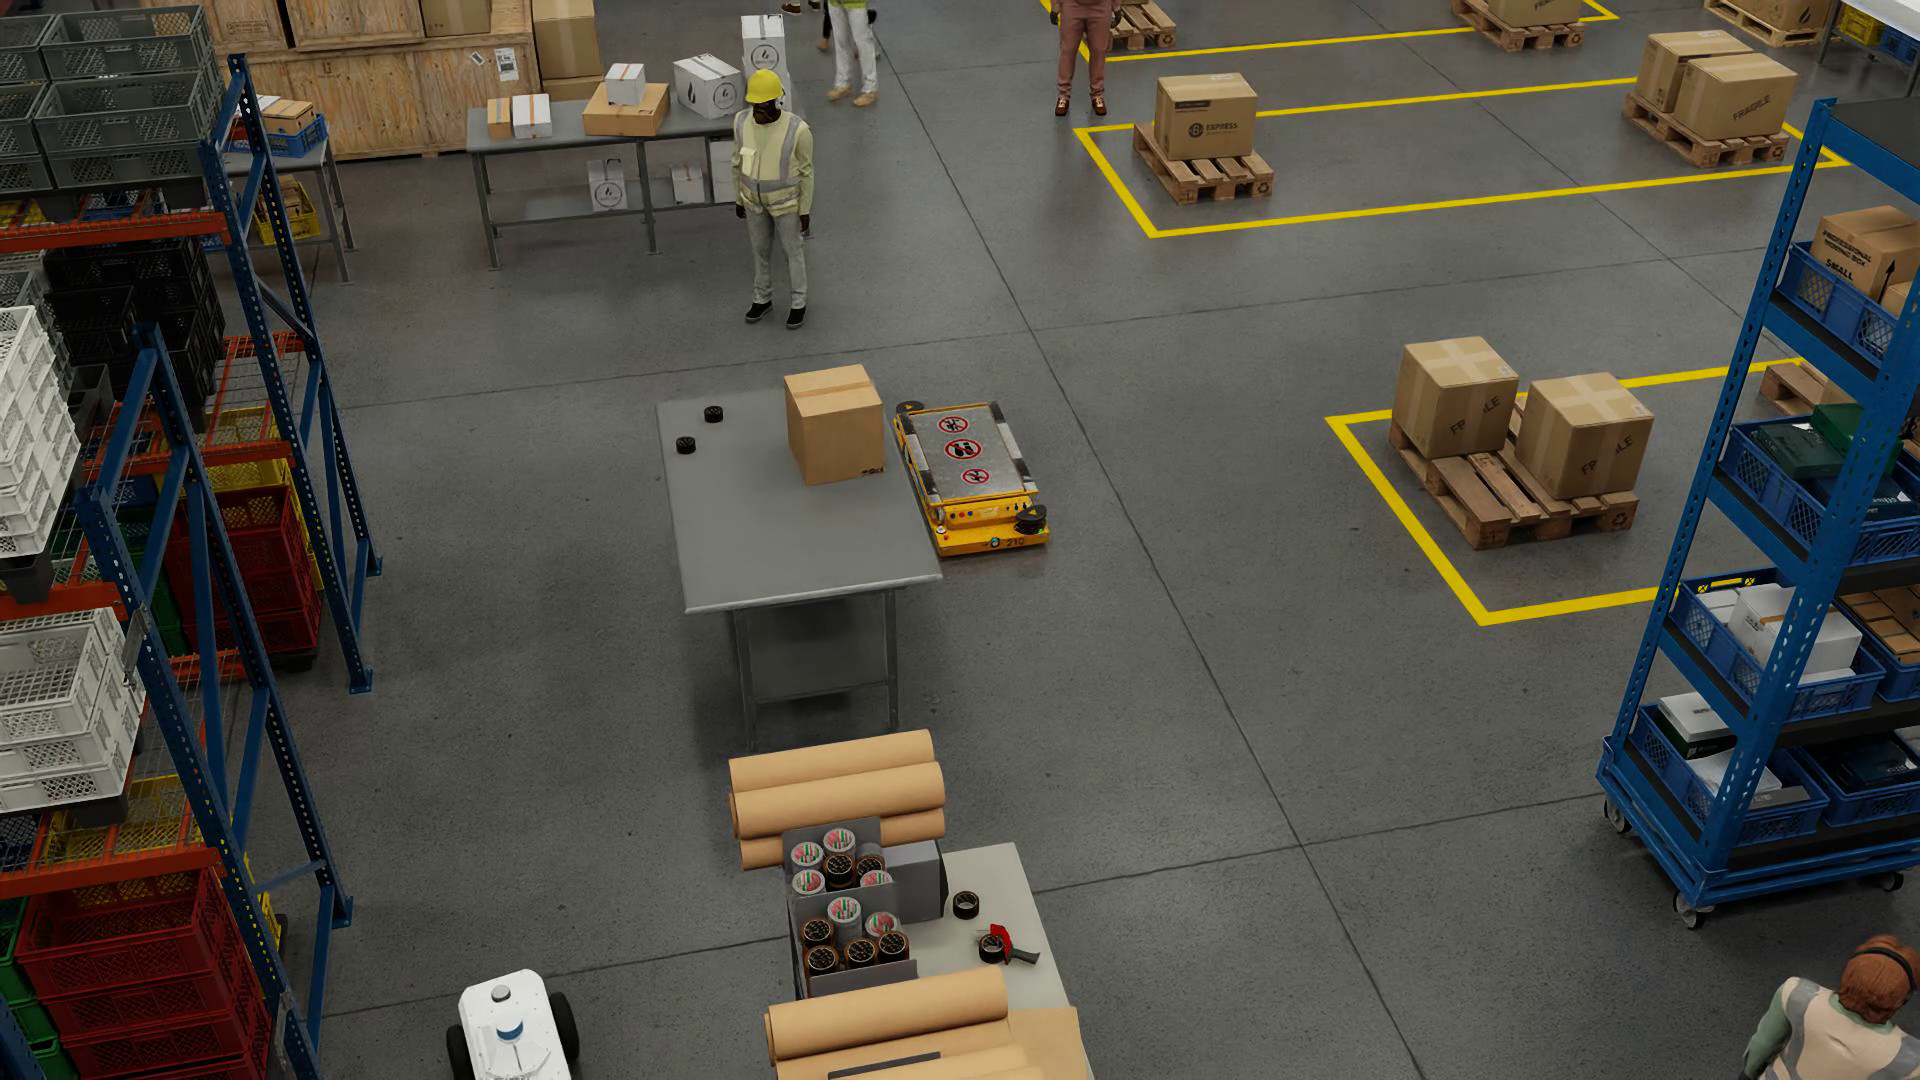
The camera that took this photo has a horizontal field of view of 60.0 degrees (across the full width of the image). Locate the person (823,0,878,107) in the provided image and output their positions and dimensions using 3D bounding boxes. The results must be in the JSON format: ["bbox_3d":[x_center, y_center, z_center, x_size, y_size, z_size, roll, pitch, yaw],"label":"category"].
[{"bbox_3d":[-0.974,-4.752,14.612,0.632,1.842,0.429,25,43,29],"label":"person"}]

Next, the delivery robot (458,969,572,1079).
[{"bbox_3d":[-1.723,2.029,6.487,0.477,0.478,0.707,-14,39,-19],"label":"delivery robot"}]

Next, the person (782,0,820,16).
[{"bbox_3d":[-1.637,-6.177,16.508,0.533,1.863,0.317,-19,41,-23],"label":"person"}]

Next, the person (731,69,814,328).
[{"bbox_3d":[-1.283,-2.321,11.351,0.590,1.833,0.403,11,38,15],"label":"person"}]

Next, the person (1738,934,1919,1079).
[{"bbox_3d":[2.933,1.978,5.740,0.517,1.632,0.314,29,46,33],"label":"person"}]

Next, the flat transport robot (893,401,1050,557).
[{"bbox_3d":[0.046,-0.430,10.108,0.652,0.197,1.431,-8,37,-10],"label":"flat transport robot"}]

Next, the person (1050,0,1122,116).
[{"bbox_3d":[1.093,-4.621,14.381,0.652,1.906,0.409,-1,37,-1],"label":"person"}]

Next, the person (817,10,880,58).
[{"bbox_3d":[-1.093,-5.359,15.563,0.428,1.680,0.681,-31,46,-35],"label":"person"}]
